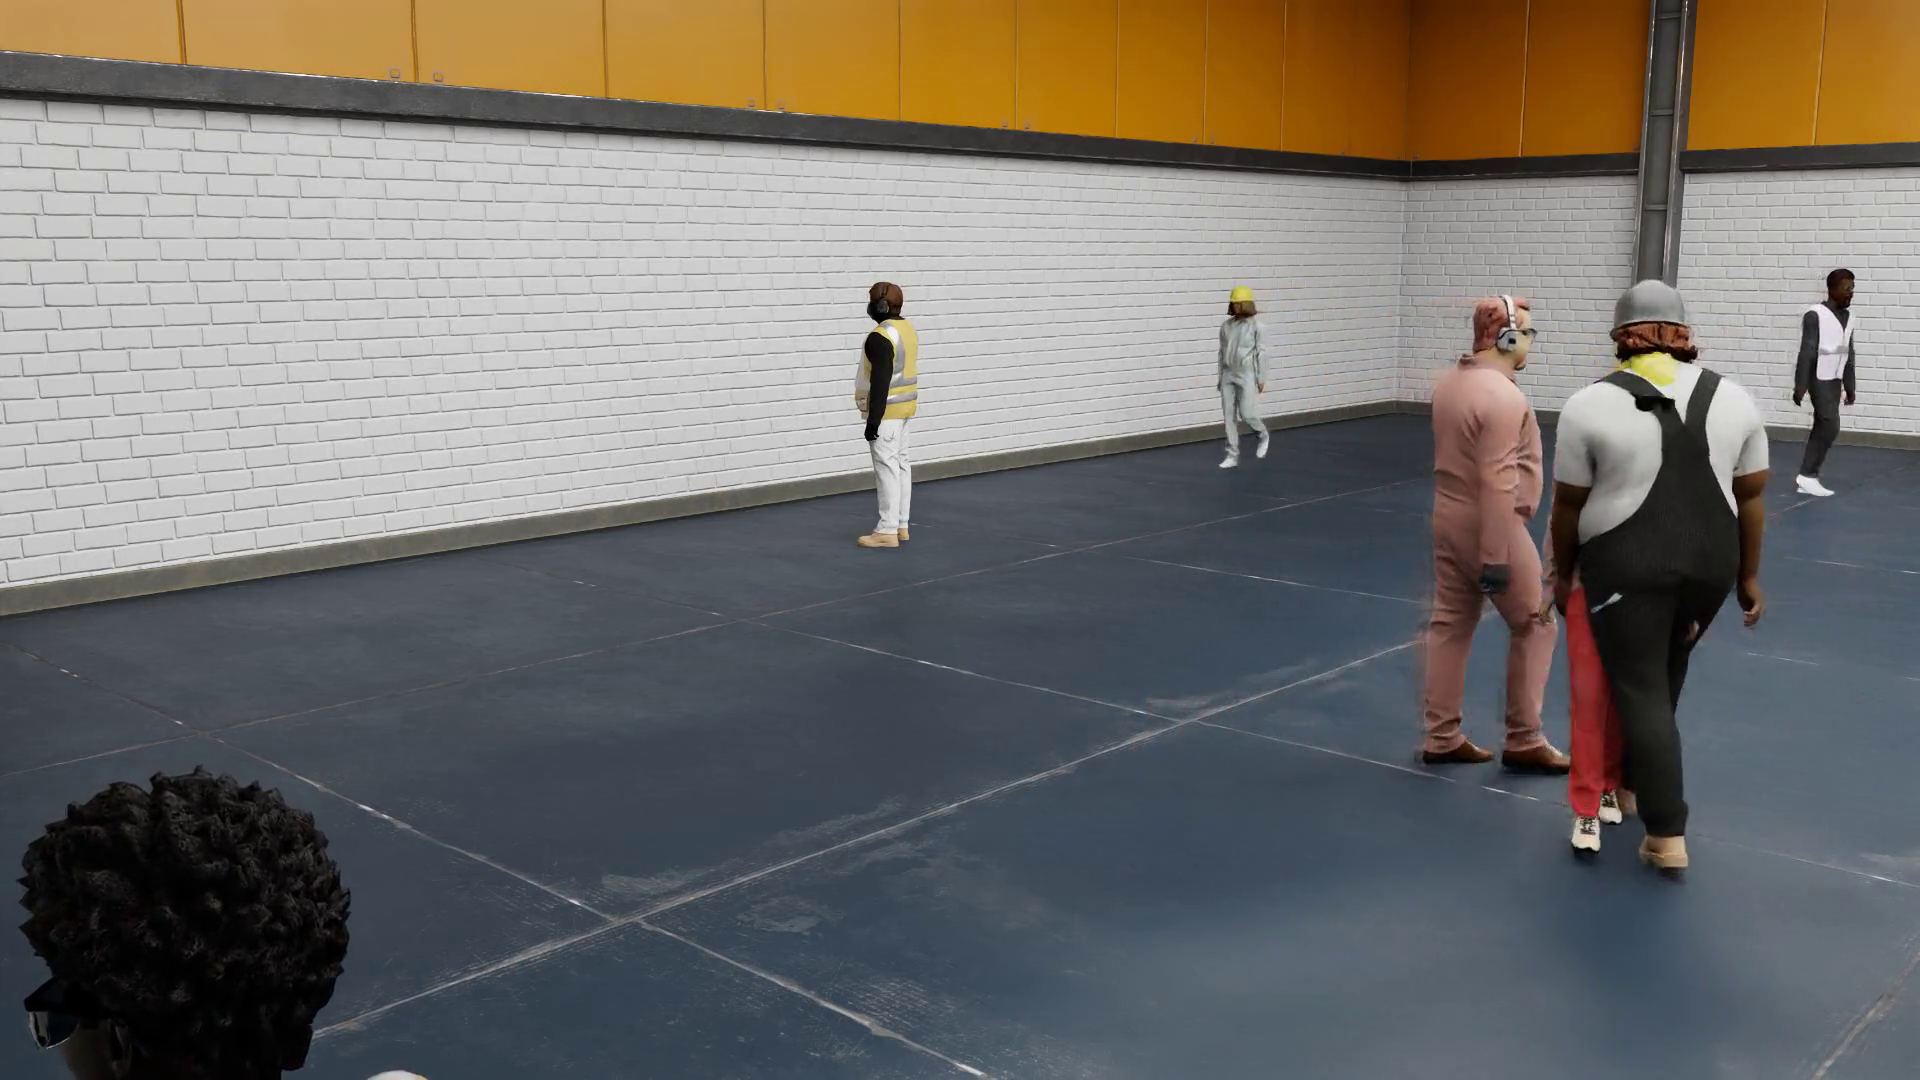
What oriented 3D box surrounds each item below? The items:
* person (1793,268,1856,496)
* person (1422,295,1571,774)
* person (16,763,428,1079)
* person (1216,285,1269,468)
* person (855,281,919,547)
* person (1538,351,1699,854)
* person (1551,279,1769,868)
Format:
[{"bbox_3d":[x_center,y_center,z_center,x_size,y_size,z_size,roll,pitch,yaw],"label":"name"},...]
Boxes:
[{"bbox_3d":[7.272,-1.307,13.901,0.636,1.902,0.499,-6,12,-32],"label":"person"},{"bbox_3d":[2.188,-0.015,6.591,0.687,1.889,0.652,-2,10,-9],"label":"person"},{"bbox_3d":[-0.545,1.010,1.331,0.319,1.691,0.535,3,10,15],"label":"person"},{"bbox_3d":[2.697,-1.553,15.823,0.490,1.729,0.550,9,13,41],"label":"person"},{"bbox_3d":[-0.521,-0.875,11.626,0.429,1.846,0.626,3,10,16],"label":"person"},{"bbox_3d":[2.310,0.209,5.748,0.533,1.727,0.814,2,10,9],"label":"person"},{"bbox_3d":[2.394,0.060,5.742,0.707,2.000,0.932,-1,10,-8],"label":"person"}]
